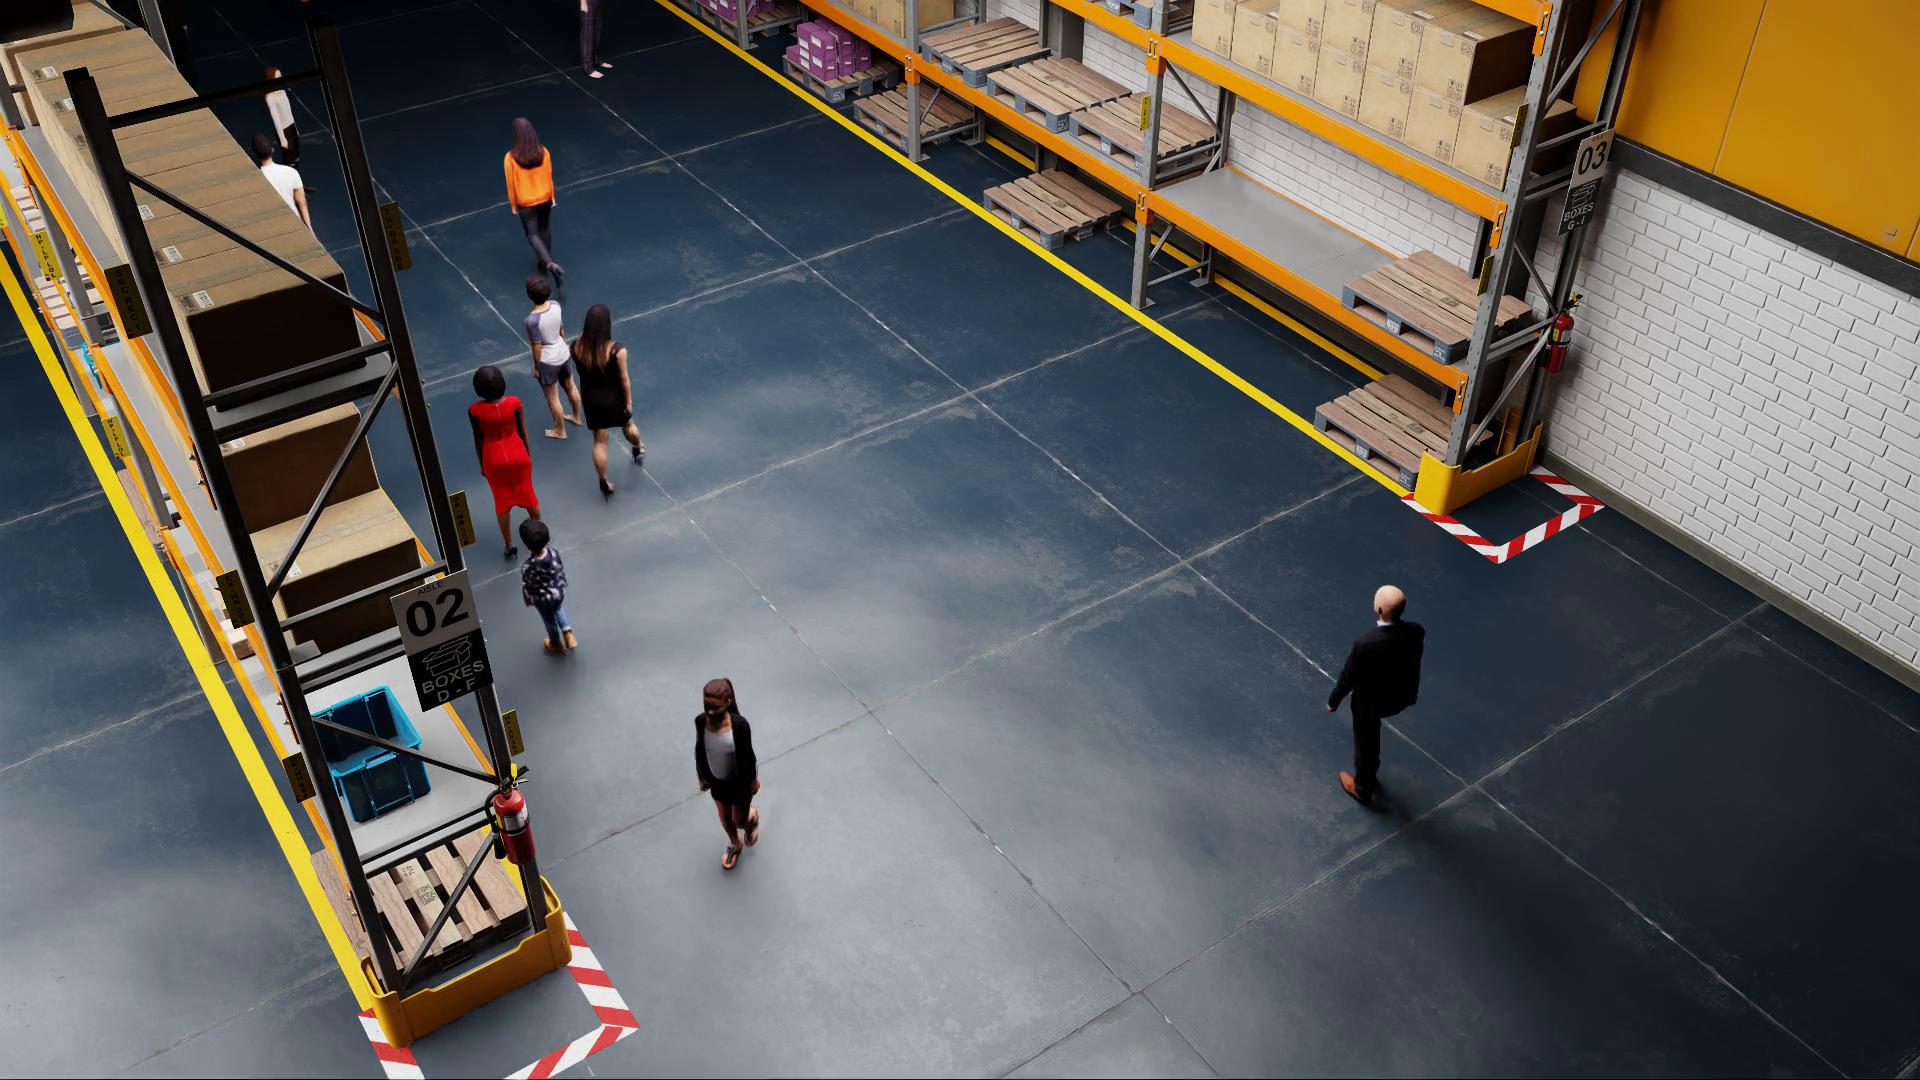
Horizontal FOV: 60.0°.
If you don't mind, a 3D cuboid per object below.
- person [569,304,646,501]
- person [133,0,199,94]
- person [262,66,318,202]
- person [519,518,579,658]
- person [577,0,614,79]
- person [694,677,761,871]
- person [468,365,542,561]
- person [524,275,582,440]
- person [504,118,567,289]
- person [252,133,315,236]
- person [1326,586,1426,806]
[{"bbox_3d":[-2.944,-1.080,13.660,0.994,1.678,1.085,2,39,3],"label":"person"},{"bbox_3d":[-9.480,-6.072,19.745,0.741,1.884,1.045,-30,47,-32],"label":"person"},{"bbox_3d":[-7.295,-4.407,17.981,0.677,1.484,0.583,0,39,0],"label":"person"},{"bbox_3d":[-2.992,0.379,12.180,0.612,1.244,0.560,29,47,32],"label":"person"},{"bbox_3d":[-4.584,-6.685,20.524,0.763,1.871,0.733,10,40,12],"label":"person"},{"bbox_3d":[-1.452,1.434,10.617,0.709,1.547,0.768,7,39,9],"label":"person"},{"bbox_3d":[-3.546,-0.600,13.009,0.601,1.739,0.575,-15,41,-18],"label":"person"},{"bbox_3d":[-3.540,-1.597,14.398,0.655,1.565,0.645,20,43,23],"label":"person"},{"bbox_3d":[-4.156,-3.292,16.388,0.628,1.729,1.030,-25,45,-28],"label":"person"},{"bbox_3d":[-6.435,-2.935,15.869,0.723,1.819,1.160,-26,45,-29],"label":"person"},{"bbox_3d":[2.774,1.079,10.868,0.798,1.788,0.733,-14,41,-17],"label":"person"}]
